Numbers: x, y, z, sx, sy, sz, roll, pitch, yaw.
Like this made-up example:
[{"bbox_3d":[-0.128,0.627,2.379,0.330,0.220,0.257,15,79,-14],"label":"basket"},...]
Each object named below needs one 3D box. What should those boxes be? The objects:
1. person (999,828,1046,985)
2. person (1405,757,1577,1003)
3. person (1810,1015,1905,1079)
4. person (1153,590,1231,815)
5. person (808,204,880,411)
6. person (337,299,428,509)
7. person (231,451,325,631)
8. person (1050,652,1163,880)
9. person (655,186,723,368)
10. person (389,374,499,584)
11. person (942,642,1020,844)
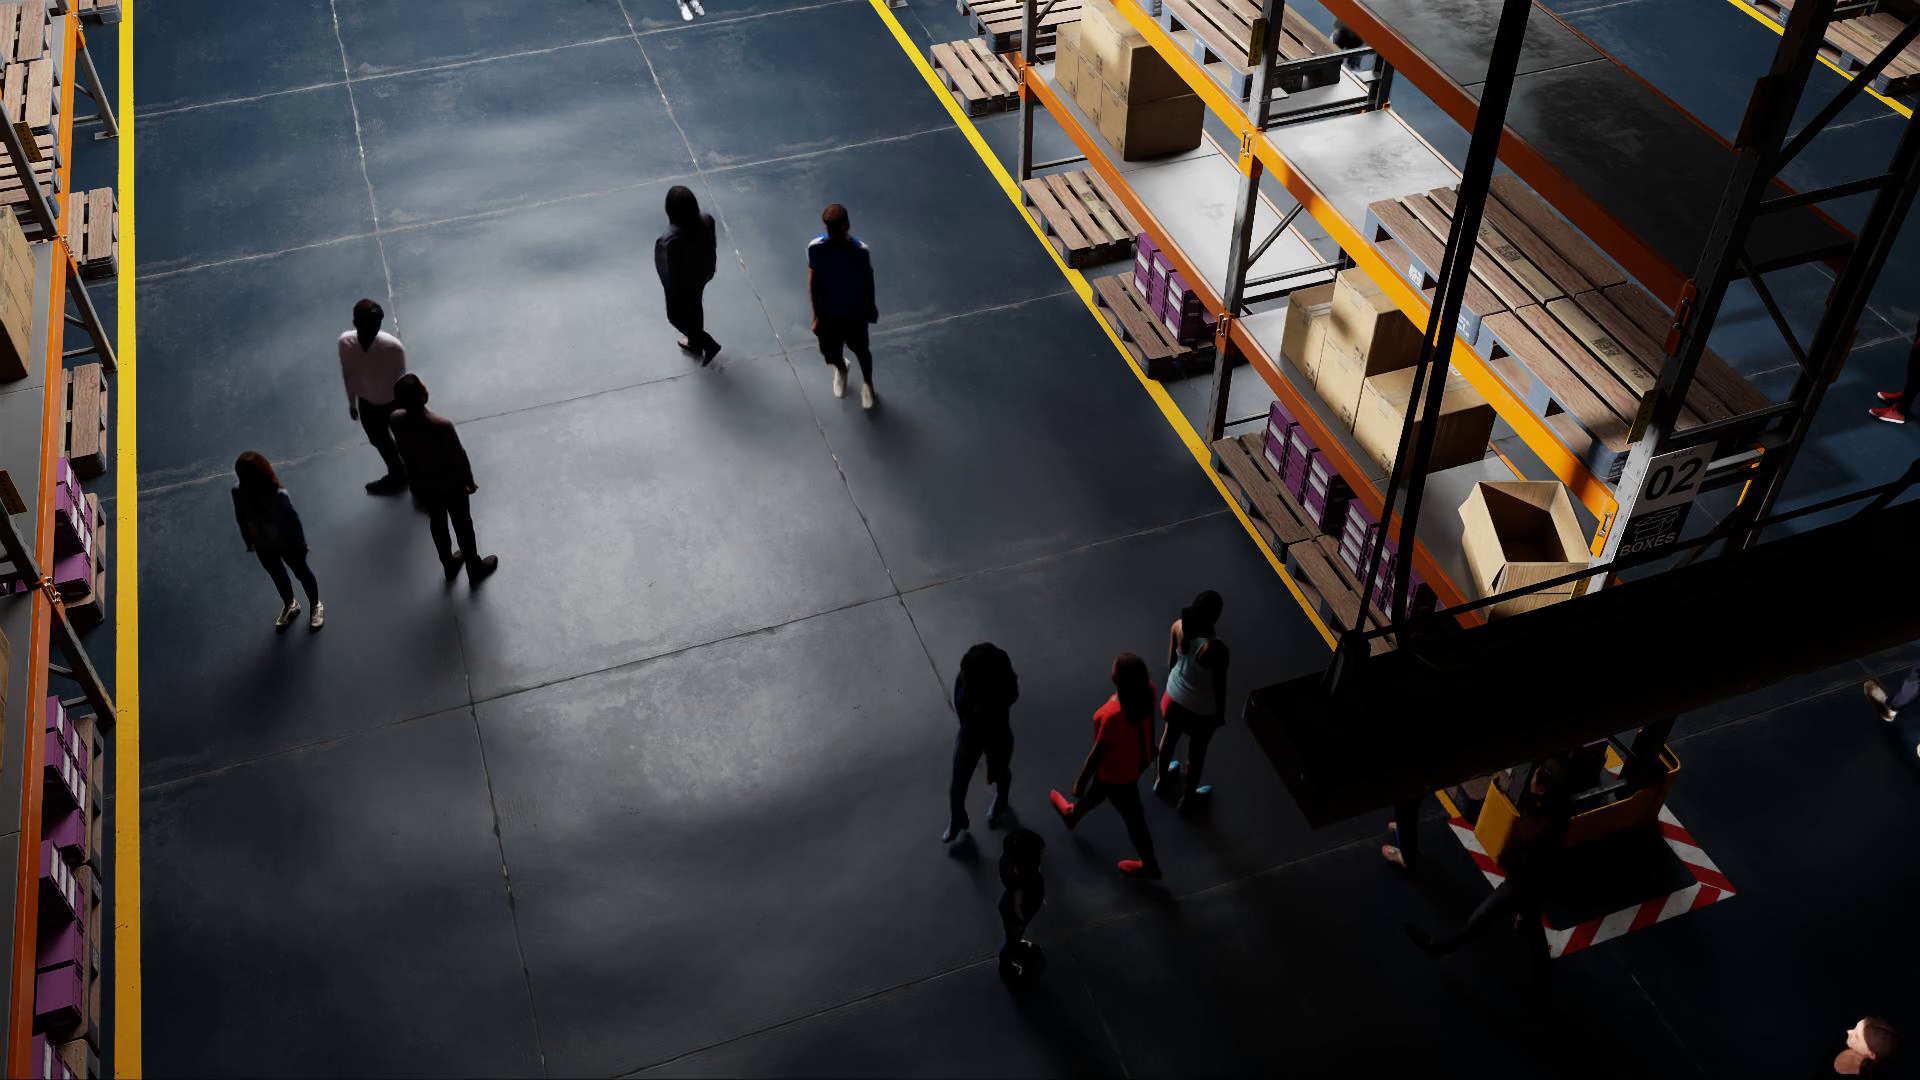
[{"bbox_3d":[0.327,2.009,9.228,0.641,1.221,0.563,13,45,13],"label":"person"},{"bbox_3d":[3.140,1.899,8.986,1.218,1.714,1.116,19,47,19],"label":"person"},{"bbox_3d":[4.237,2.827,8.043,1.063,1.672,0.928,25,49,24],"label":"person"},{"bbox_3d":[1.393,0.954,9.941,0.622,1.764,0.722,34,53,30],"label":"person"},{"bbox_3d":[-0.899,-1.826,12.803,0.800,1.843,0.855,-2,44,-3],"label":"person"},{"bbox_3d":[-4.146,-0.994,11.928,0.875,1.844,0.830,16,46,16],"label":"person"},{"bbox_3d":[-4.581,-0.008,11.159,0.635,1.477,0.629,3,44,3],"label":"person"},{"bbox_3d":[1.024,1.350,9.613,1.230,1.644,1.099,24,48,23],"label":"person"},{"bbox_3d":[-2.117,-2.069,13.245,0.969,1.584,0.897,24,48,23],"label":"person"},{"bbox_3d":[-3.568,-0.413,11.373,0.727,1.769,0.712,-10,45,-11],"label":"person"},{"bbox_3d":[0.205,1.140,9.864,0.834,1.602,0.885,24,49,23],"label":"person"}]
